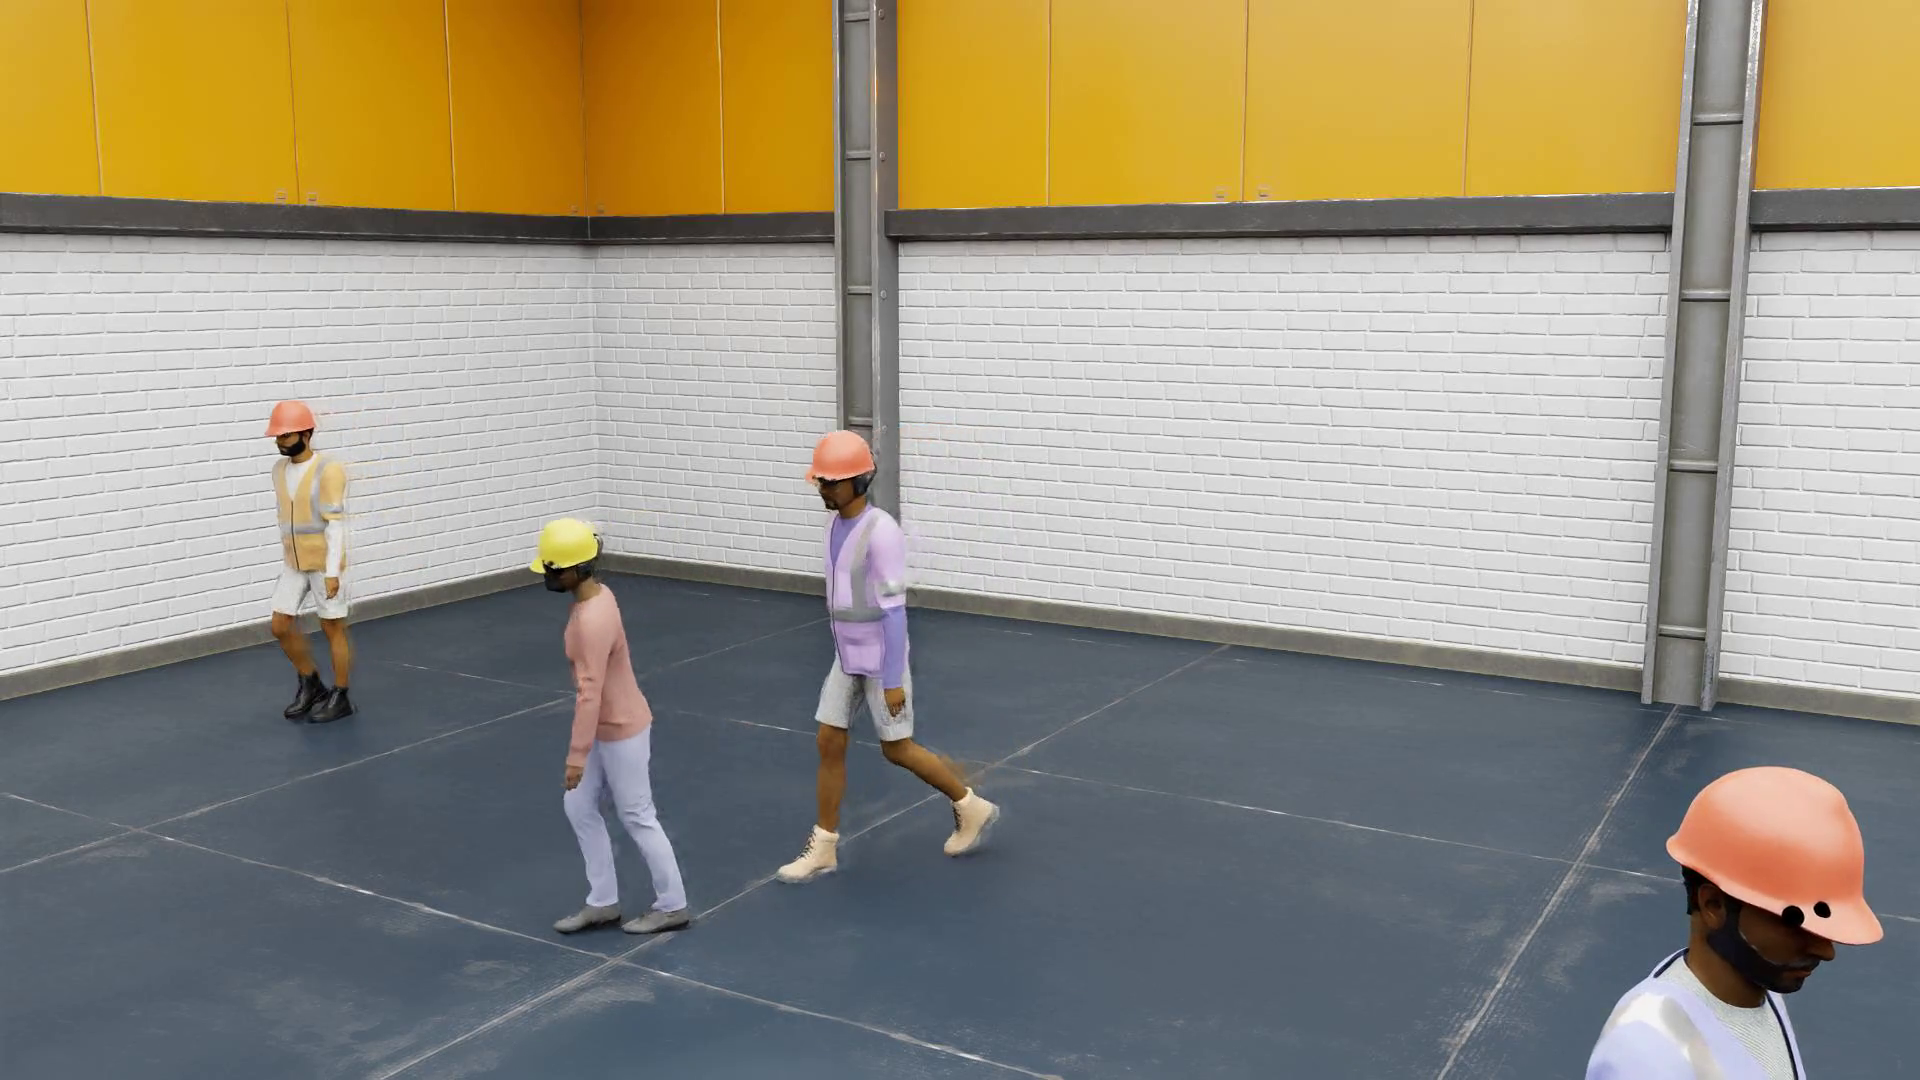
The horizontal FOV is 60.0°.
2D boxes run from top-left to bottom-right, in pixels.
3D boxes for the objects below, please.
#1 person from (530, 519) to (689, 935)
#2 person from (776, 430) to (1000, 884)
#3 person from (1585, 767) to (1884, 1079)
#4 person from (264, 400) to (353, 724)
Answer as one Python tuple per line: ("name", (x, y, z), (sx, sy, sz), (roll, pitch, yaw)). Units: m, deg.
("person", (-1.372, 0.750, 6.516), (0.635, 1.709, 0.545), (-3, 9, -16))
("person", (-0.323, 0.495, 7.321), (0.986, 2.001, 0.655), (-5, 11, -30))
("person", (1.154, 1.281, 2.572), (0.374, 1.930, 0.542), (7, 12, 38))
("person", (-3.803, 0.140, 9.741), (0.563, 1.920, 0.464), (4, 10, 22))
